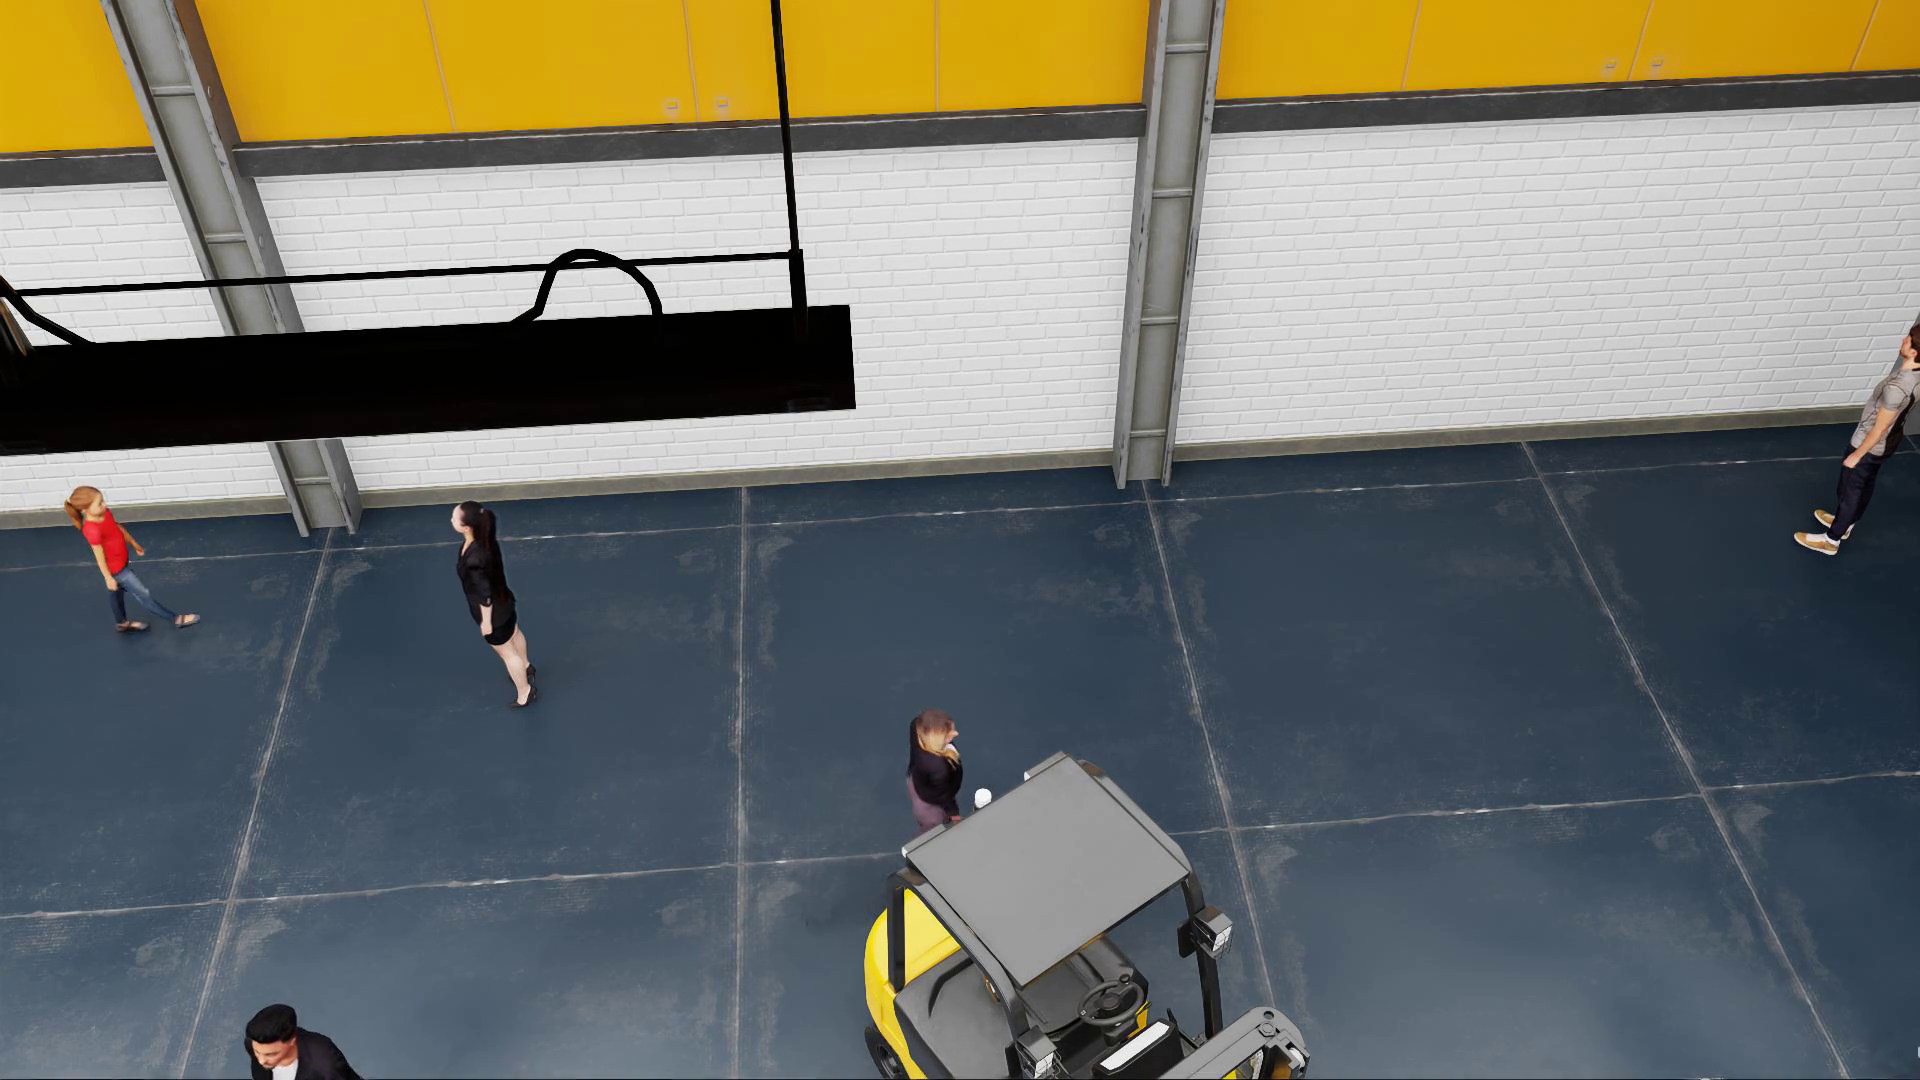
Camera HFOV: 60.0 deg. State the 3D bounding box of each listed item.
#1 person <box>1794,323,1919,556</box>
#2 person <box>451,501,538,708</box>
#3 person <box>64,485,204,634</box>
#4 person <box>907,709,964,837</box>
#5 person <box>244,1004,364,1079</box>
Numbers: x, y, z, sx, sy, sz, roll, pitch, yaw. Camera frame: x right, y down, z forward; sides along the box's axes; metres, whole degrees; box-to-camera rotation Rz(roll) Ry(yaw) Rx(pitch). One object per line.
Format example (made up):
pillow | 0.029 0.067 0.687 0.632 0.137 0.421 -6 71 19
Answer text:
person | 6.284 -0.690 11.415 0.710 1.895 0.799 -33 53 -30
person | -2.912 0.403 10.411 0.519 1.696 0.598 -5 44 -5
person | -5.633 0.158 10.962 0.835 1.291 0.553 -8 44 -8
person | -0.245 1.495 9.296 0.669 1.653 0.675 -15 46 -16
person | -3.002 2.676 7.964 1.063 1.781 1.016 14 45 14
